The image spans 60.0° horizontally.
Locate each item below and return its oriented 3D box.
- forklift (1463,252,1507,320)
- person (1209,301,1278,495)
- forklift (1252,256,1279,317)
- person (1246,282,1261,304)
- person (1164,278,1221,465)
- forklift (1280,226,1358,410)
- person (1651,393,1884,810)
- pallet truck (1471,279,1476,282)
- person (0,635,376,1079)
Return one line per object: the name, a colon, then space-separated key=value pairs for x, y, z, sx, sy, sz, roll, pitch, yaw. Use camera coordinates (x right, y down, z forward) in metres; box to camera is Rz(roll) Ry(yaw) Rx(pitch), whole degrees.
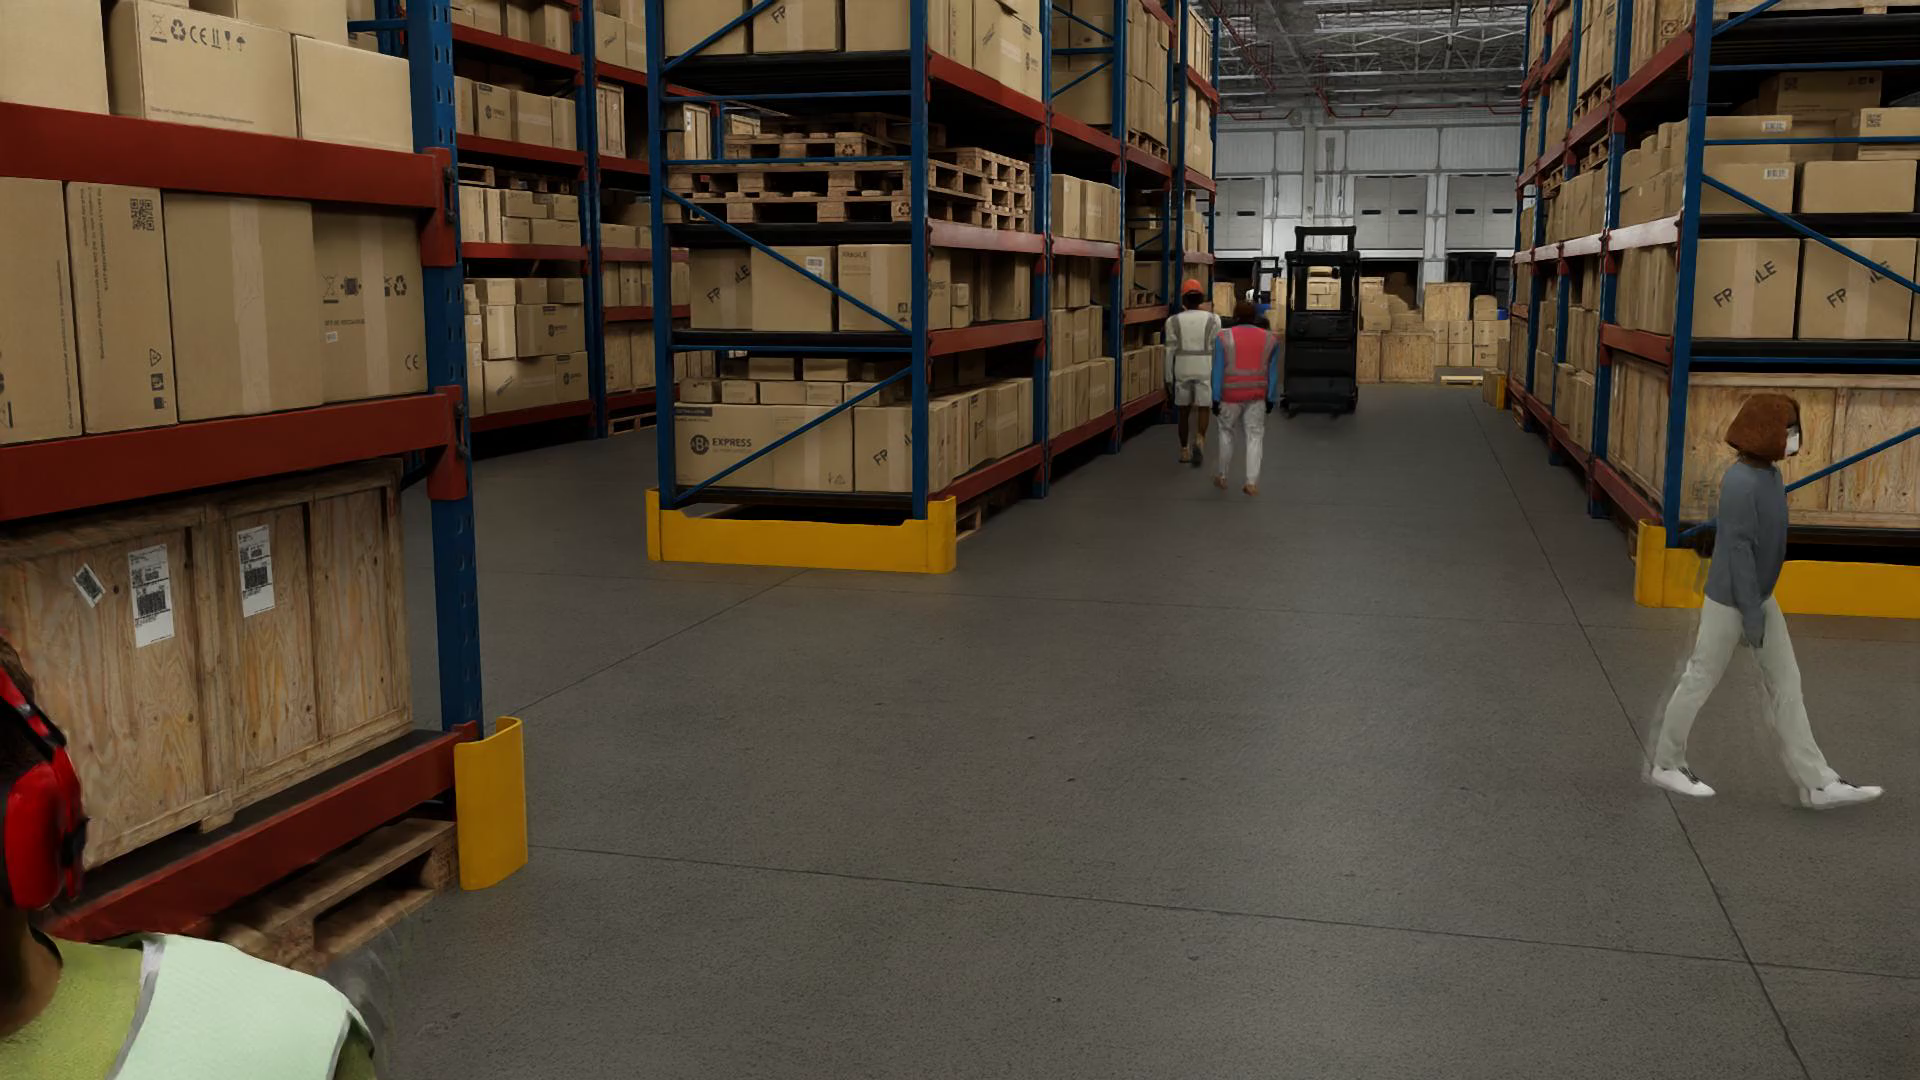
forklift: x=15.695 y=-7.336 z=50.379 sx=1.129 sy=2.768 sz=1.873 roll=-2 pitch=9 yaw=-11
person: x=2.663 y=-1.354 z=15.791 sx=0.665 sy=1.800 sz=0.923 roll=-1 pitch=9 yaw=-6
forklift: x=11.325 y=-9.117 z=61.693 sx=1.129 sy=2.768 sz=1.873 roll=2 pitch=9 yaw=15
person: x=10.941 y=-8.666 z=61.998 sx=0.571 sy=1.882 sz=0.338 roll=3 pitch=10 yaw=20
person: x=2.514 y=-1.802 z=17.936 sx=0.643 sy=2.029 sz=0.719 roll=1 pitch=9 yaw=9
forklift: x=5.661 y=-3.487 z=25.926 sx=1.129 sy=2.768 sz=1.873 roll=2 pitch=9 yaw=15
person: x=3.049 y=0.246 z=6.276 sx=0.850 sy=1.584 sz=0.519 roll=9 pitch=12 yaw=44
pallet truck: x=18.896 y=-8.459 z=60.307 sx=1.885 sy=1.965 sz=0.823 roll=5 pitch=10 yaw=31
person: x=-0.721 y=0.946 z=1.179 sx=0.596 sy=1.793 sz=0.951 roll=-1 pitch=9 yaw=-5
